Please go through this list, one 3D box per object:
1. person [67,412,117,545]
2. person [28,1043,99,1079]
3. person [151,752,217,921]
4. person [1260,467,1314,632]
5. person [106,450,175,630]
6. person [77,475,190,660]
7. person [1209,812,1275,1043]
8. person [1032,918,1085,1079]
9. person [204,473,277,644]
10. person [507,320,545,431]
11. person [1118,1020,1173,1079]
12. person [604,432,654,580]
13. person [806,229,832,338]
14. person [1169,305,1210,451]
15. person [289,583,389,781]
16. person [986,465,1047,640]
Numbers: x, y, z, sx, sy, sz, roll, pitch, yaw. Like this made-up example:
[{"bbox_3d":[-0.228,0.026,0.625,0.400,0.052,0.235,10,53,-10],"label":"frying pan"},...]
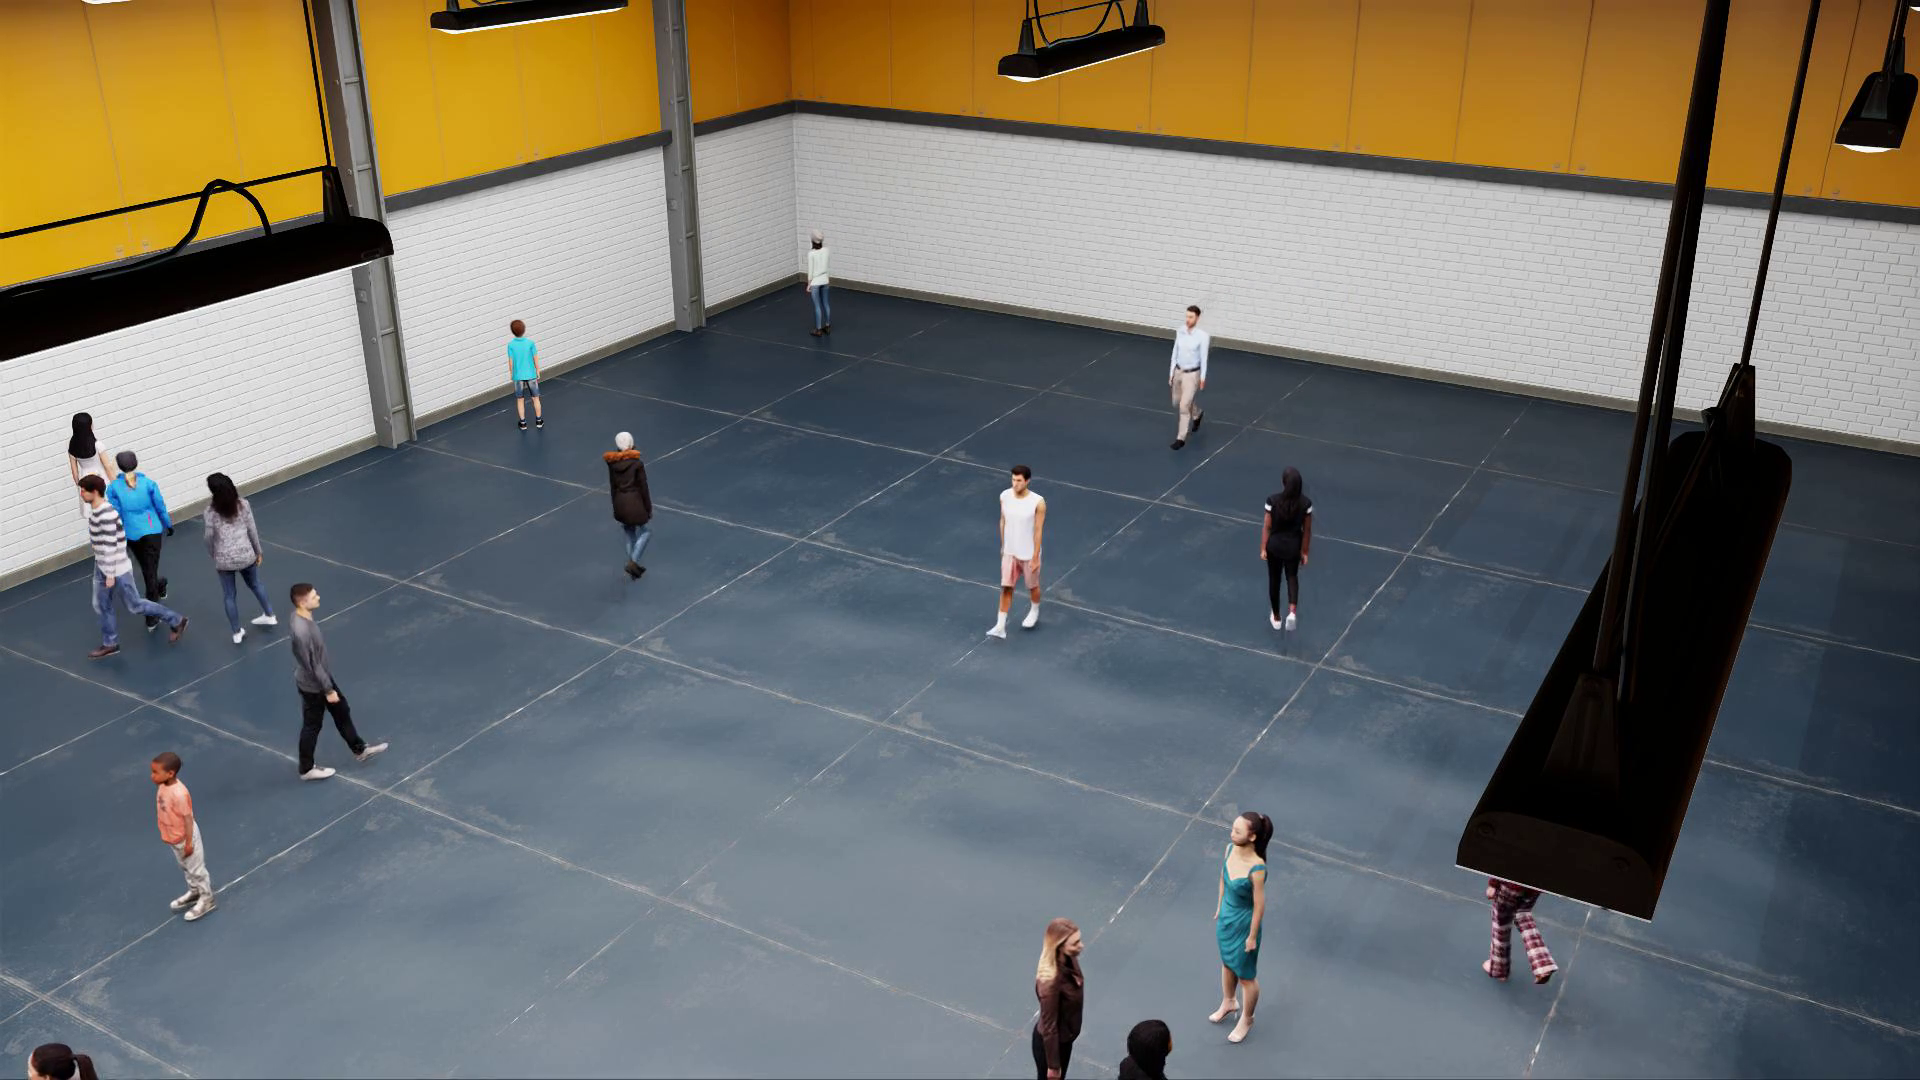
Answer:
[{"bbox_3d":[-9.012,-0.488,17.385,0.763,1.773,0.790,1,24,2],"label":"person"},{"bbox_3d":[-4.506,3.331,8.783,0.830,1.665,0.771,-6,24,-14],"label":"person"},{"bbox_3d":[-5.621,2.108,12.023,0.532,1.310,0.524,21,31,39],"label":"person"},{"bbox_3d":[3.142,0.126,16.049,0.831,1.717,0.963,1,24,2],"label":"person"},{"bbox_3d":[-7.986,0.030,16.239,1.119,1.741,1.238,-4,24,-9],"label":"person"},{"bbox_3d":[-7.849,0.243,15.665,1.217,1.812,0.907,-19,30,-36],"label":"person"},{"bbox_3d":[1.804,2.479,10.705,0.646,1.686,0.620,-11,26,-23],"label":"person"},{"bbox_3d":[0.549,2.911,9.696,0.700,1.704,0.511,8,25,17],"label":"person"},{"bbox_3d":[-6.967,0.191,15.898,0.718,1.720,0.804,-16,28,-32],"label":"person"},{"bbox_3d":[-5.665,-2.163,21.622,0.580,1.449,0.650,-8,25,-17],"label":"person"},{"bbox_3d":[0.906,3.298,8.825,0.731,1.691,0.693,-13,27,-28],"label":"person"},{"bbox_3d":[-3.426,-0.322,17.184,0.695,1.629,0.735,9,25,19],"label":"person"},{"bbox_3d":[-2.155,-3.952,25.458,0.537,1.654,0.687,-20,30,-37],"label":"person"},{"bbox_3d":[2.904,-2.075,20.961,0.795,1.817,1.126,20,30,38],"label":"person"},{"bbox_3d":[-5.368,1.184,13.605,1.065,1.737,0.968,-9,25,-20],"label":"person"},{"bbox_3d":[0.655,0.087,16.108,0.662,1.742,1.062,13,27,27],"label":"person"}]
